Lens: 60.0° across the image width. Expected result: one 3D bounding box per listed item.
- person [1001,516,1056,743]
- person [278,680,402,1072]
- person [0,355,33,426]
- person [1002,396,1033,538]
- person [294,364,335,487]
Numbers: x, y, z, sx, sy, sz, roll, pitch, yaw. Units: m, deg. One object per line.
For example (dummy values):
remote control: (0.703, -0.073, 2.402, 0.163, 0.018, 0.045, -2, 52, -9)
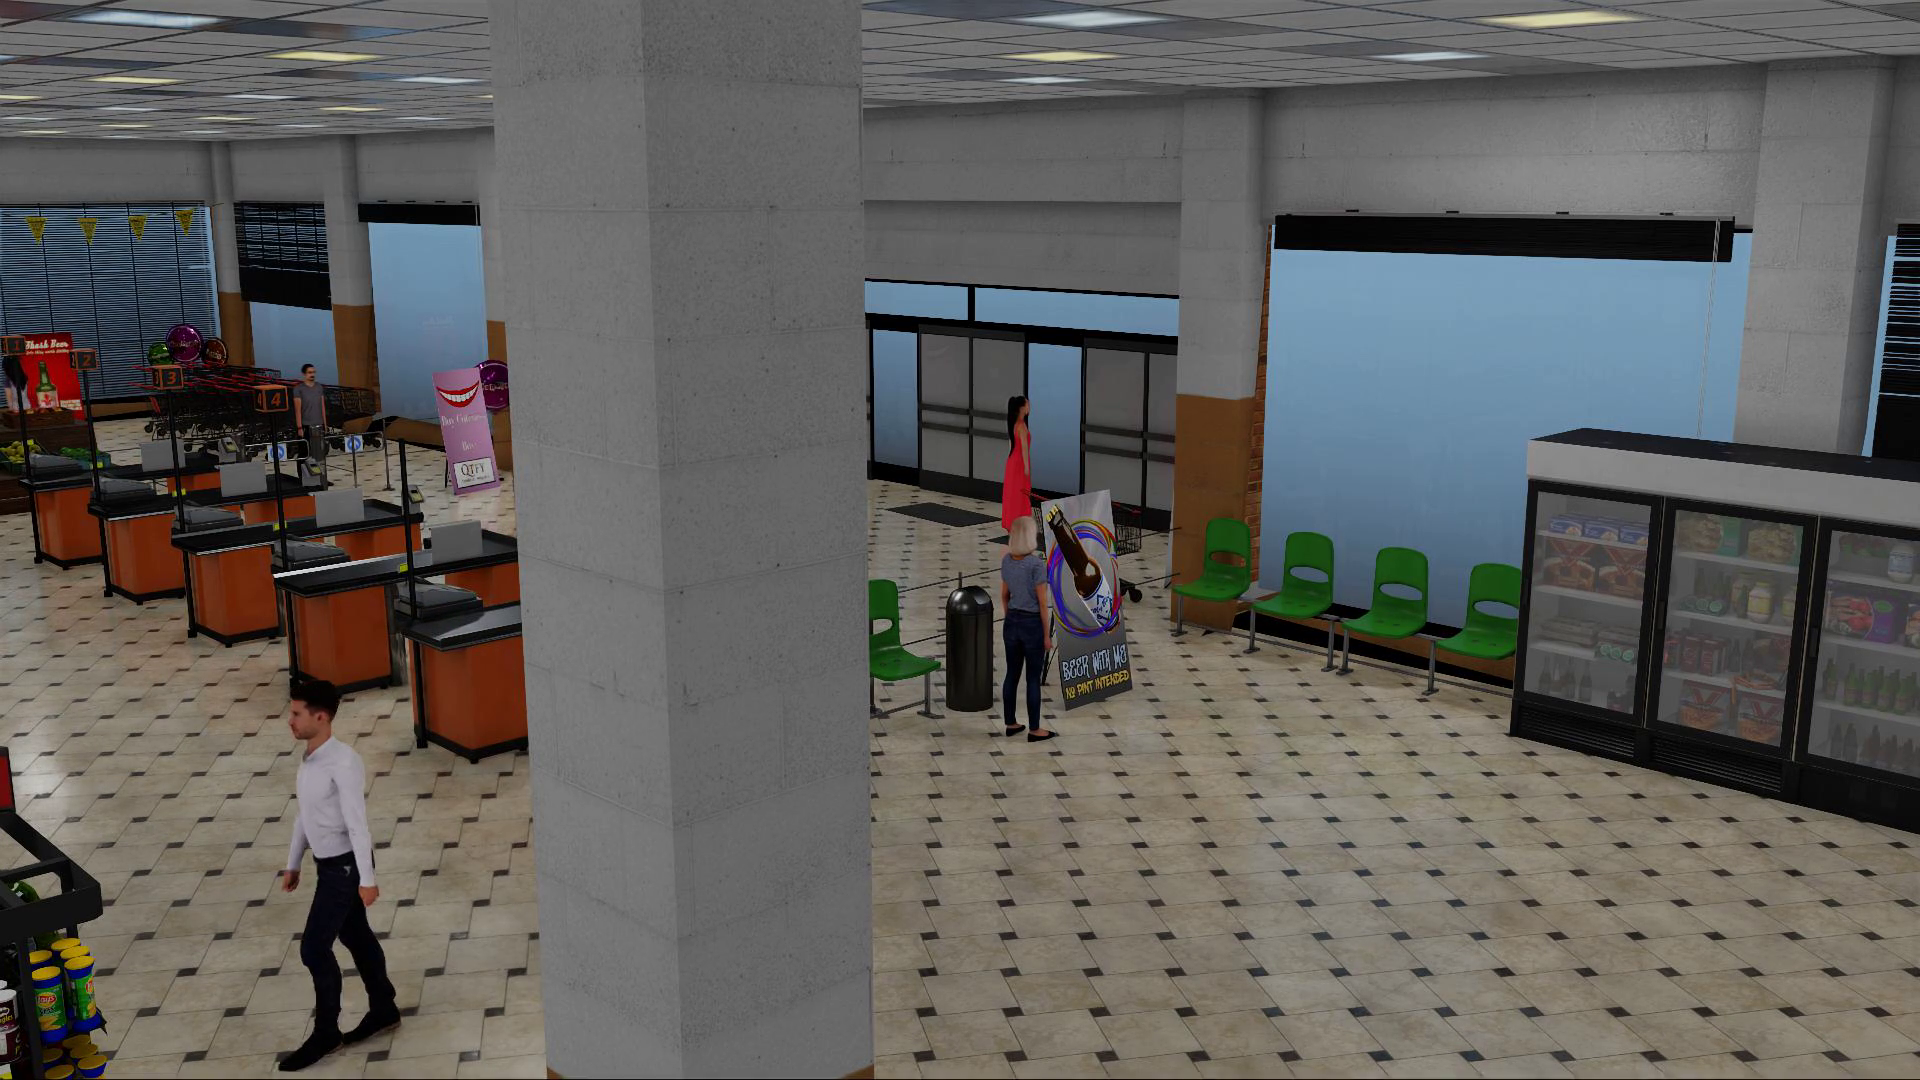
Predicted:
person: (0.488, 0.664, 12.619, 0.587, 1.722, 0.513, 11, 16, 42)
person: (-2.907, 1.559, 8.061, 0.872, 1.849, 0.690, -10, 15, -39)
person: (-14.176, -1.954, 25.136, 0.816, 1.689, 0.787, 4, 13, 20)
person: (0.701, -0.866, 19.881, 0.712, 1.725, 0.706, -4, 13, -19)
person: (-9.108, -1.605, 23.325, 0.702, 1.751, 0.522, 8, 14, 33)
